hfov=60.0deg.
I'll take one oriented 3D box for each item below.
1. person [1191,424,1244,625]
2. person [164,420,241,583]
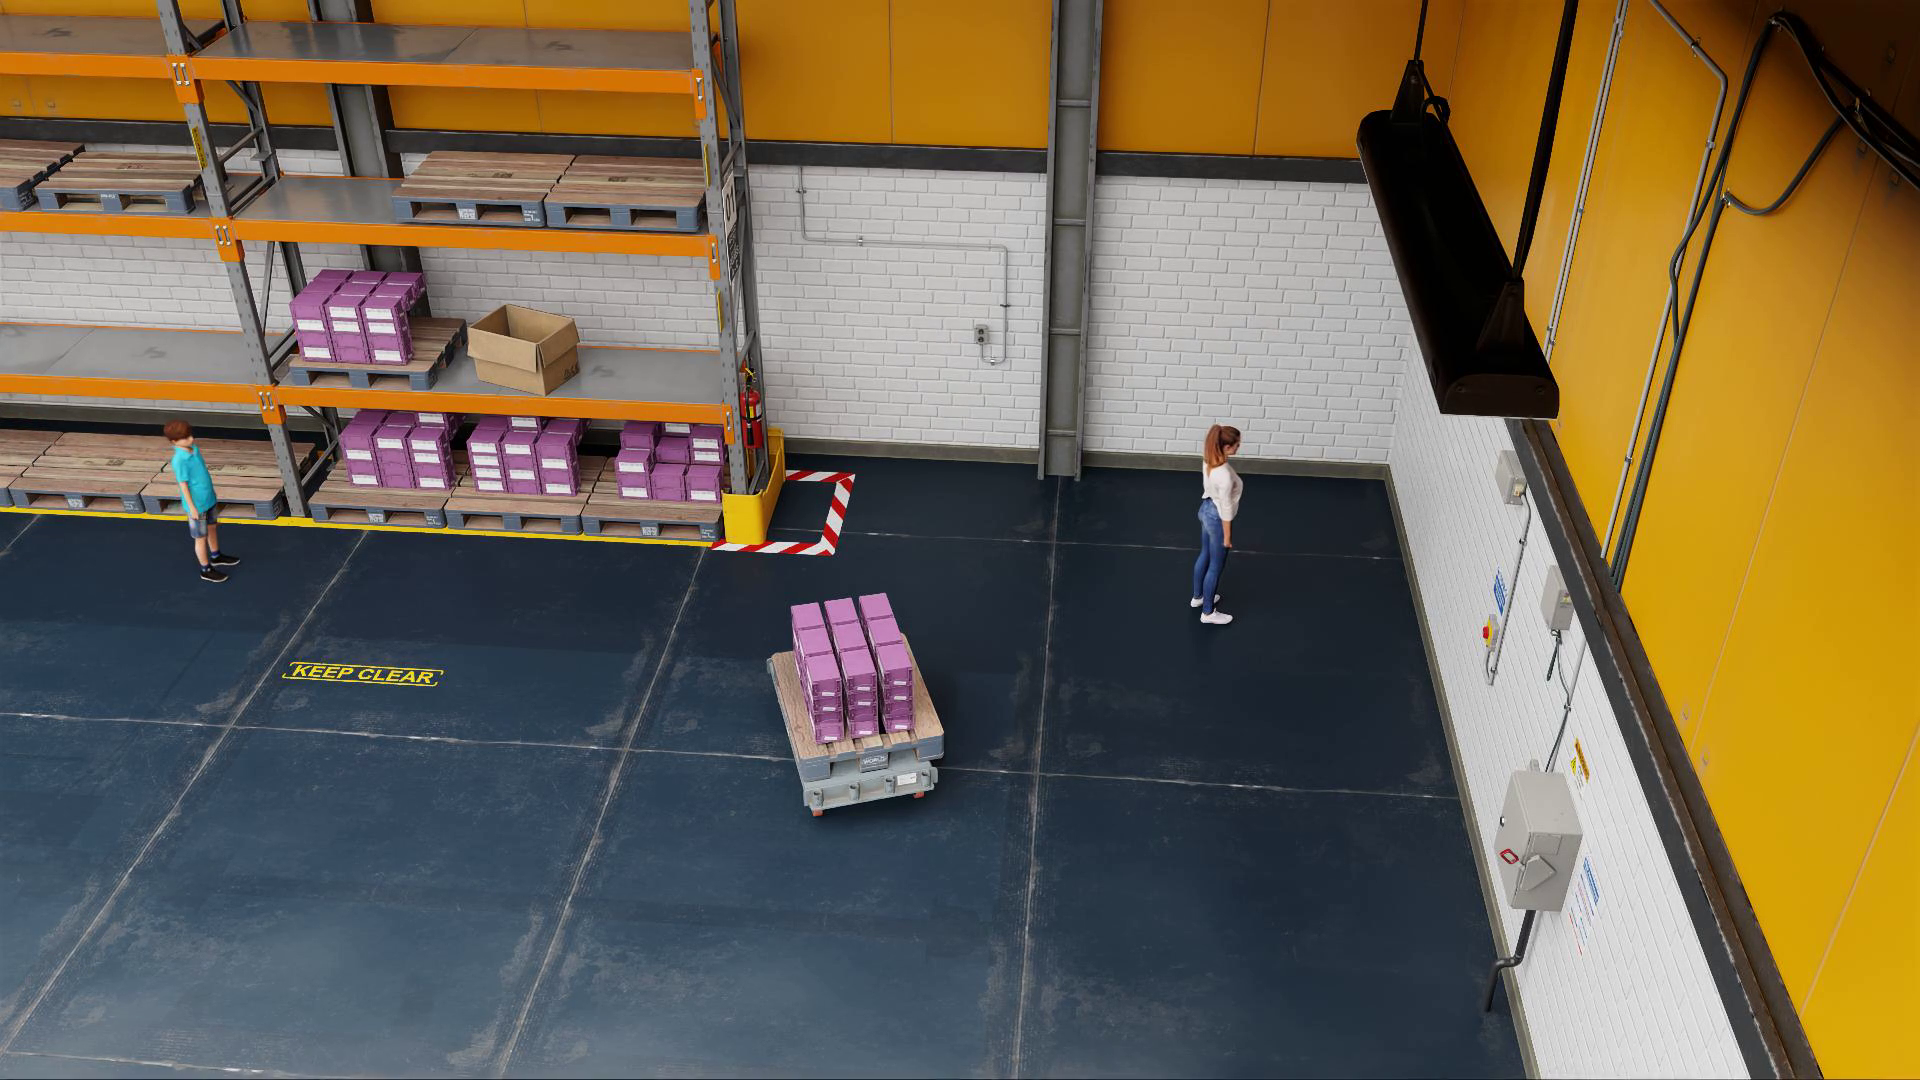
[{"bbox_3d":[2.010,-0.140,13.076,0.622,1.730,0.665,-6,34,-9],"label":"person"},{"bbox_3d":[-6.260,-0.353,13.650,0.467,1.449,0.524,2,34,3],"label":"person"}]
